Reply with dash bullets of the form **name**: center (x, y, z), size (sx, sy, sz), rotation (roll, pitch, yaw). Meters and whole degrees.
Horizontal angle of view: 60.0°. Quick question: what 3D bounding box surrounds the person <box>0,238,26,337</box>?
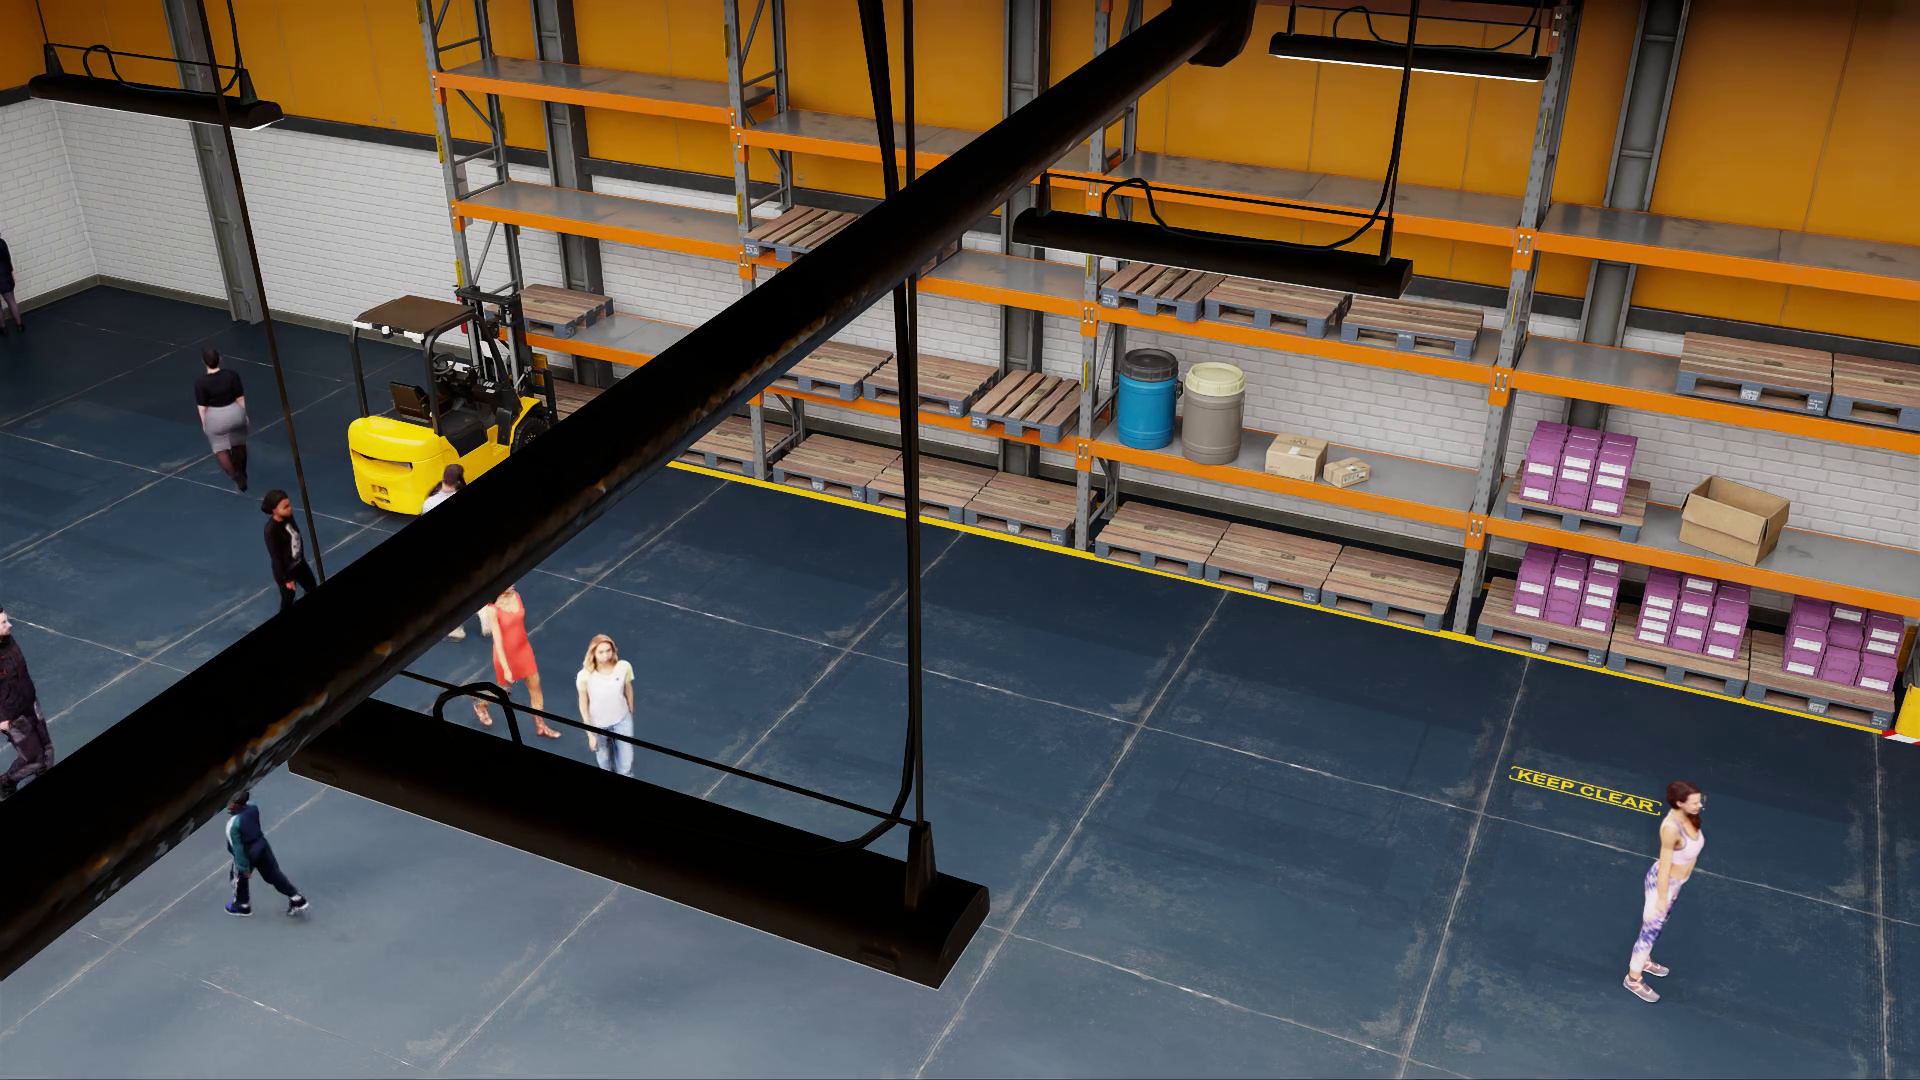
- **person**: center (-13.340, -3.644, 22.988), size (0.789, 1.674, 0.824), rotation (-16, 33, -27)

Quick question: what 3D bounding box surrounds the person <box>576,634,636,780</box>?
- **person**: center (-2.910, 1.469, 13.615), size (1.085, 1.674, 1.194), rotation (-12, 31, -21)

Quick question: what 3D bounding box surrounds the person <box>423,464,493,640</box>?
- **person**: center (-4.875, 0.135, 15.904), size (0.845, 1.823, 0.835), rotation (22, 36, 35)

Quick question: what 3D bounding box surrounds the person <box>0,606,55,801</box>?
- **person**: center (-7.738, 1.387, 13.528), size (0.990, 1.901, 0.900), rotation (-2, 29, -3)

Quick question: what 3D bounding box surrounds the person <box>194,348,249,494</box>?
- **person**: center (-8.188, -1.291, 18.603), size (0.916, 1.743, 1.055), rotation (-19, 34, -31)

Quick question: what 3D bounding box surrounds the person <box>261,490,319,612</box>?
- **person**: center (-6.472, 0.252, 15.865), size (0.808, 1.656, 0.694), rotation (8, 30, 14)

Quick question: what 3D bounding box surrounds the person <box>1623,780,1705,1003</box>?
- **person**: center (4.982, 2.435, 11.746), size (0.586, 1.767, 0.620), rotation (18, 33, 29)

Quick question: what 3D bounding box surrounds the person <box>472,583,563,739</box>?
- **person**: center (-3.970, 0.996, 14.465), size (1.056, 1.691, 0.586), rotation (12, 31, 21)

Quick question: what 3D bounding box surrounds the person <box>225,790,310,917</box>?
- **person**: center (-5.261, 2.341, 12.472), size (0.920, 1.237, 0.593), rotation (8, 30, 14)
